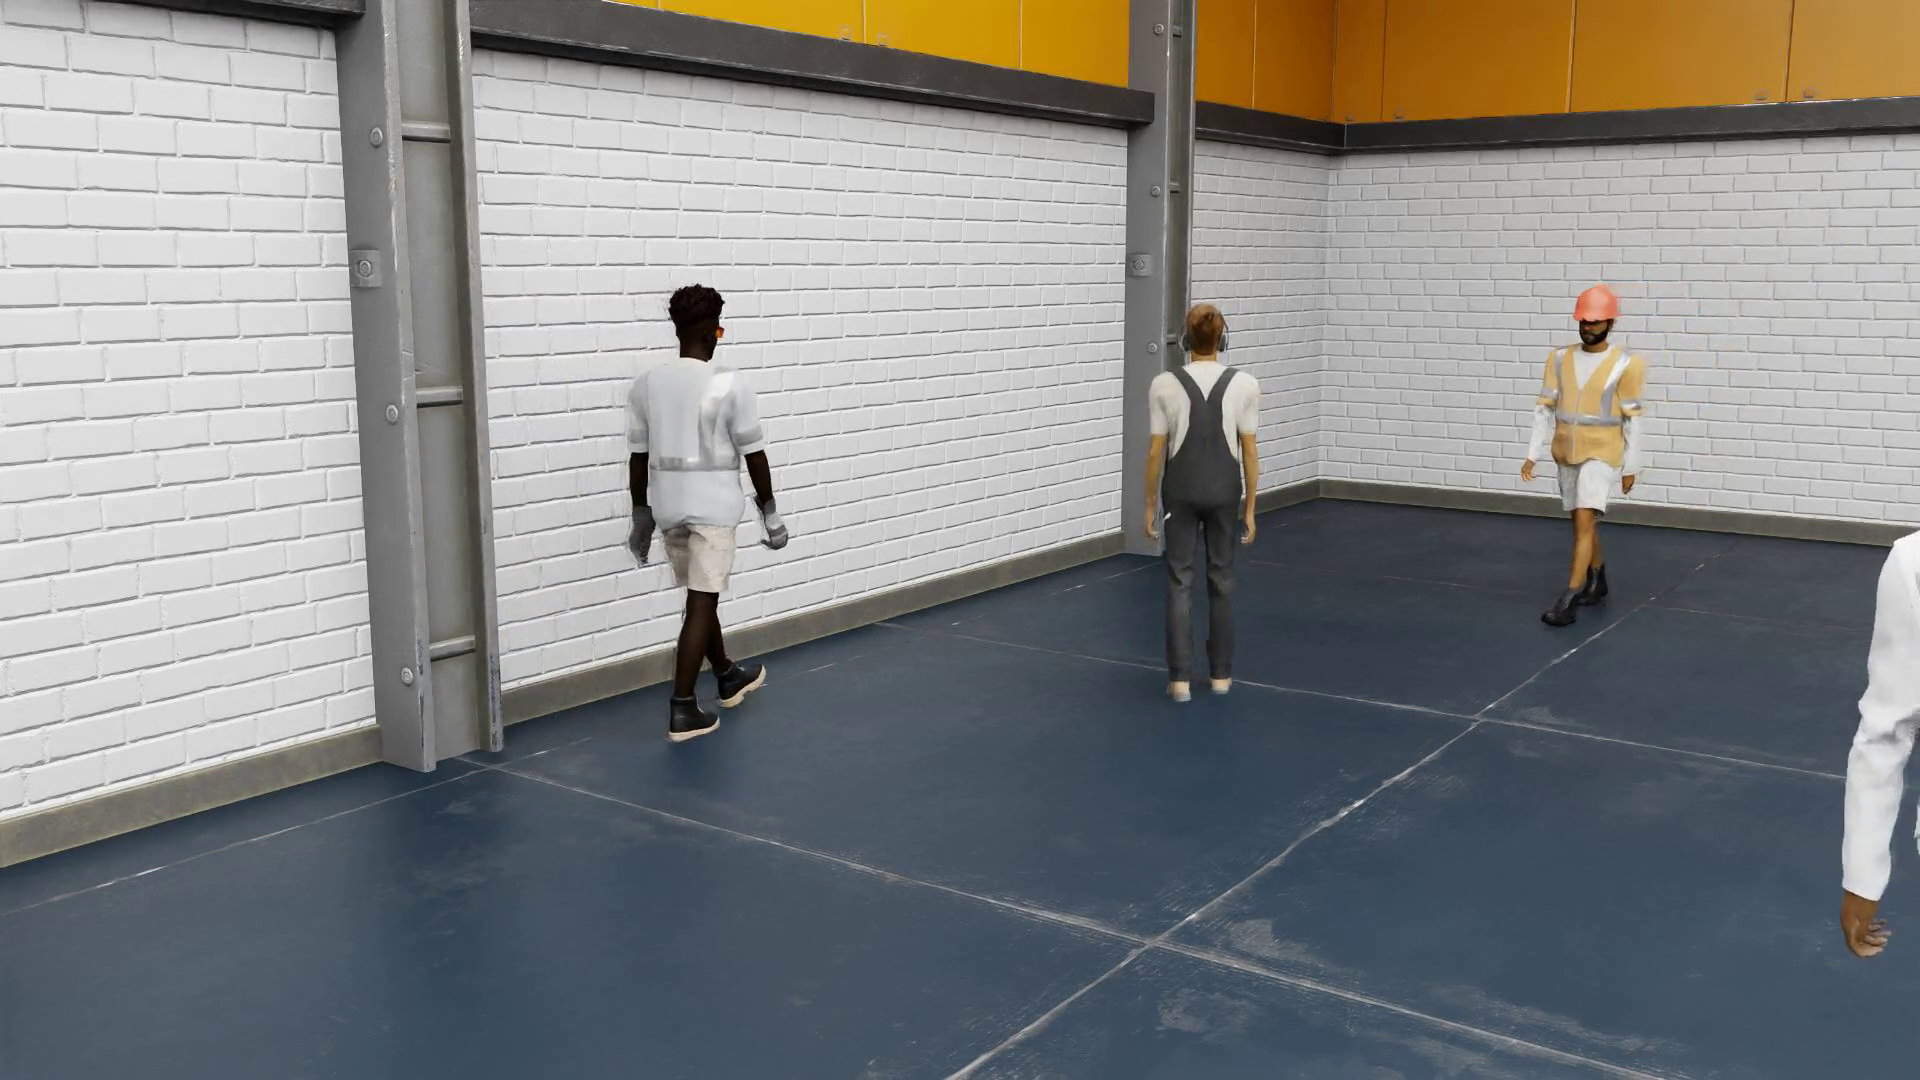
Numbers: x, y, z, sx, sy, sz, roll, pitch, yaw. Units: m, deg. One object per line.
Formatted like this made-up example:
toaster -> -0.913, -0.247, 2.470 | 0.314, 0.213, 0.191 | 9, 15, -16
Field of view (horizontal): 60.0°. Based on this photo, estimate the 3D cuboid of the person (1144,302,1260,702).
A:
person -> 1.117, -0.175, 7.698 | 0.507, 1.850, 0.392 | 1, 10, 4

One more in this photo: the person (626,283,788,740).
person -> -1.087, -0.138, 7.244 | 0.635, 1.947, 0.754 | 5, 11, 29

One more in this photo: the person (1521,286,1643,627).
person -> 3.570, -0.492, 9.461 | 1.006, 1.891, 0.559 | -9, 13, -42

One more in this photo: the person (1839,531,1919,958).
person -> 1.889, 0.607, 2.922 | 0.621, 1.872, 0.418 | 7, 12, 37
